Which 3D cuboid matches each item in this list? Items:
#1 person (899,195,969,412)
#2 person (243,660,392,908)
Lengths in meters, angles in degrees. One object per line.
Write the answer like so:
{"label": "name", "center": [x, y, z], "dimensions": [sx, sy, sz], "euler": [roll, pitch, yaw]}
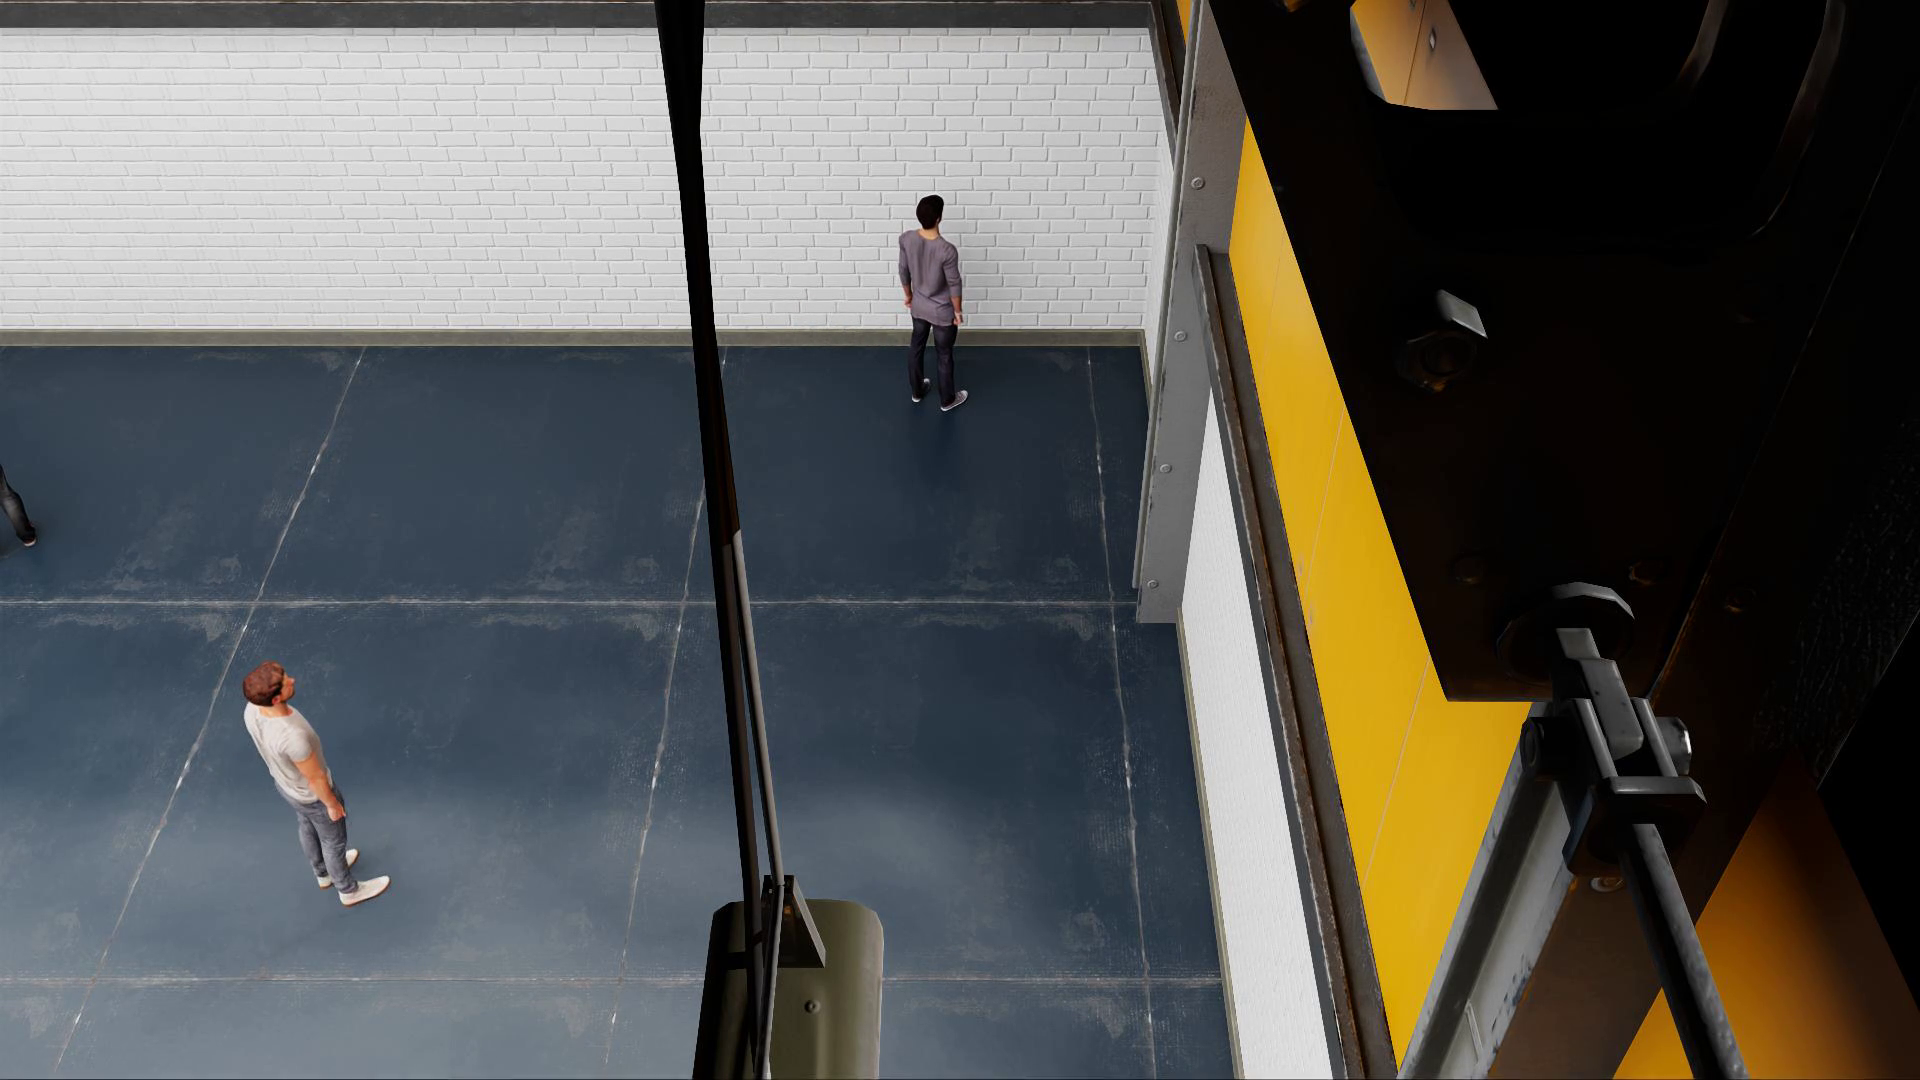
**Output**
{"label": "person", "center": [-0.210, -1.801, 12.659], "dimensions": [0.747, 1.854, 0.731], "euler": [22, 48, 22]}
{"label": "person", "center": [-3.667, 1.363, 9.308], "dimensions": [0.737, 1.895, 0.772], "euler": [30, 51, 28]}
